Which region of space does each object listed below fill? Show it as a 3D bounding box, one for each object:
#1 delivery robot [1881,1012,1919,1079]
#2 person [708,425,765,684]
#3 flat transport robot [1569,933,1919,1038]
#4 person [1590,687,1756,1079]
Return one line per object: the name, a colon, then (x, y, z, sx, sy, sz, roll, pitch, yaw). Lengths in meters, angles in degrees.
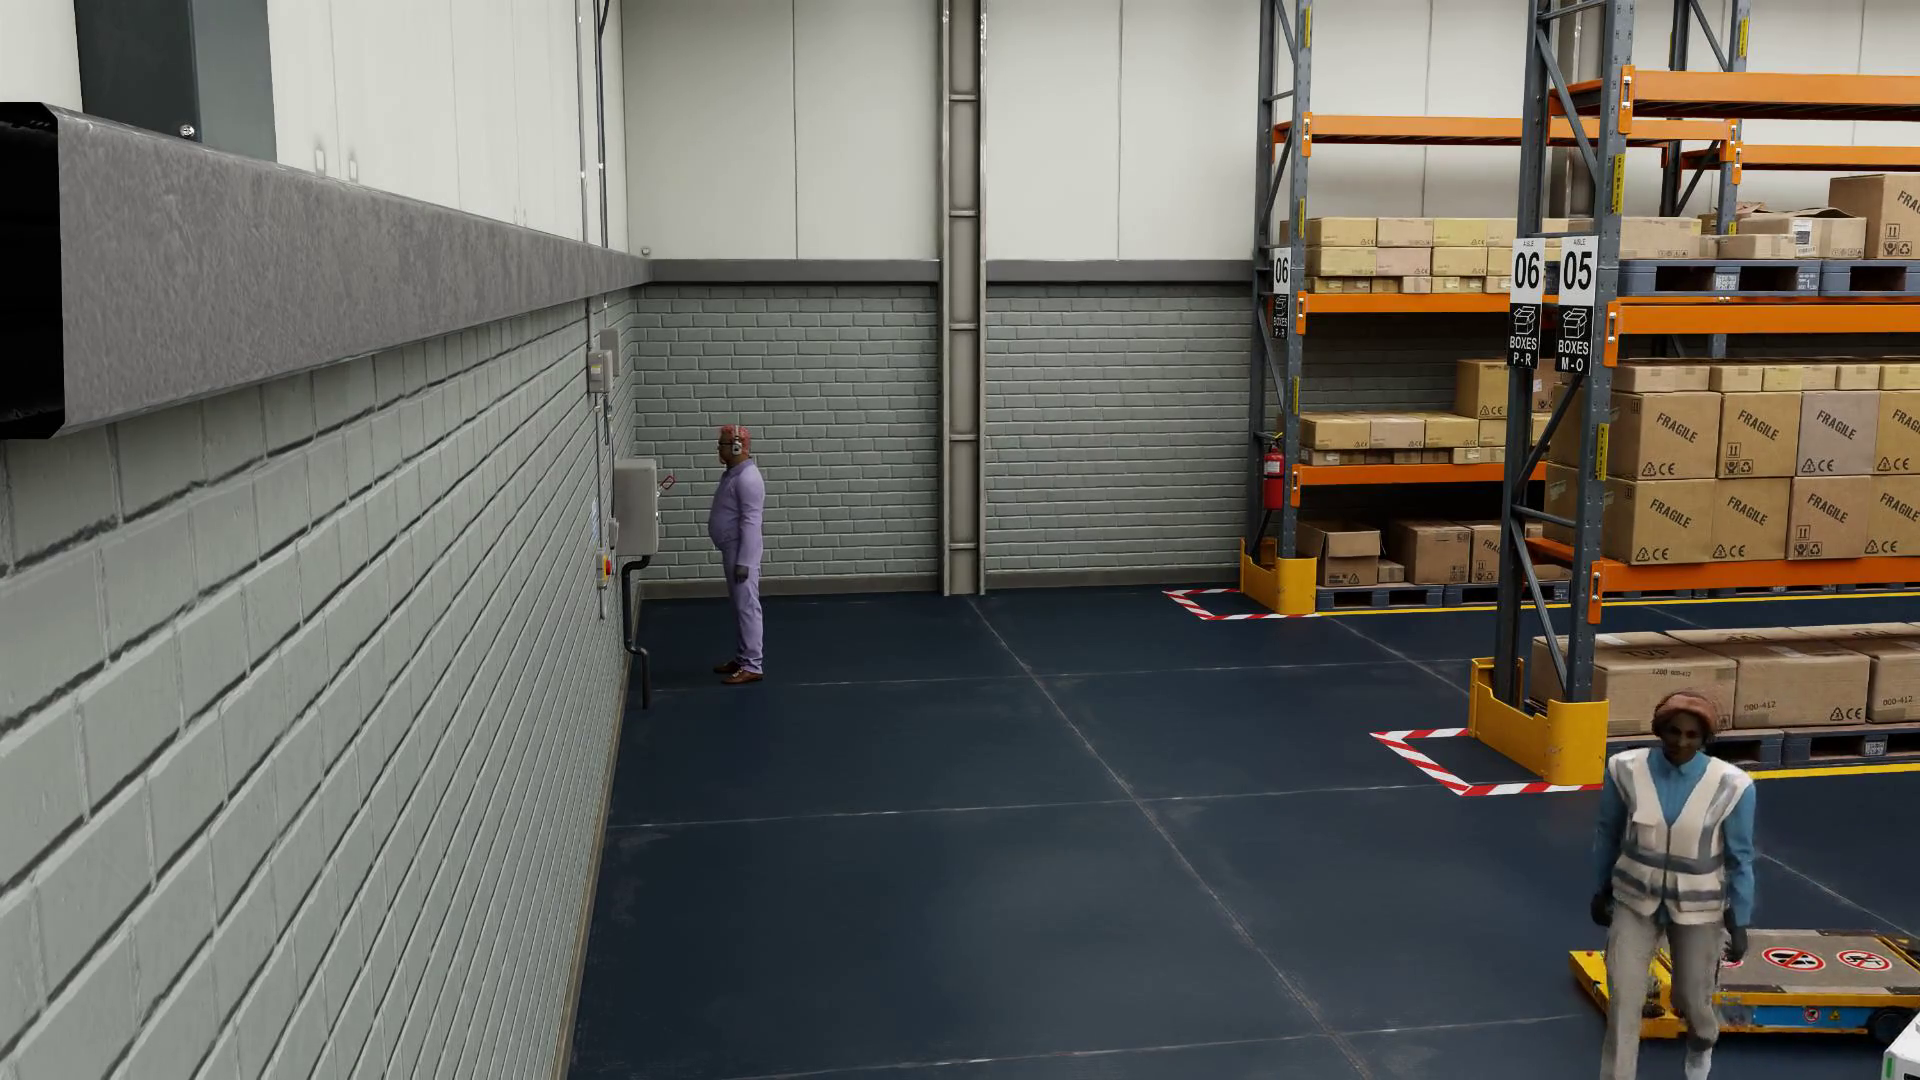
delivery robot: (3.454, 1.790, 5.739, 0.477, 0.478, 0.707, 9, 13, 43)
person: (-1.648, 0.102, 12.275, 0.407, 1.910, 0.639, -3, 10, -15)
flat transport robot: (3.321, 1.806, 6.801, 1.431, 0.197, 0.652, 0, 9, 2)
person: (2.532, 1.280, 5.913, 0.548, 1.615, 0.637, 6, 11, 31)
